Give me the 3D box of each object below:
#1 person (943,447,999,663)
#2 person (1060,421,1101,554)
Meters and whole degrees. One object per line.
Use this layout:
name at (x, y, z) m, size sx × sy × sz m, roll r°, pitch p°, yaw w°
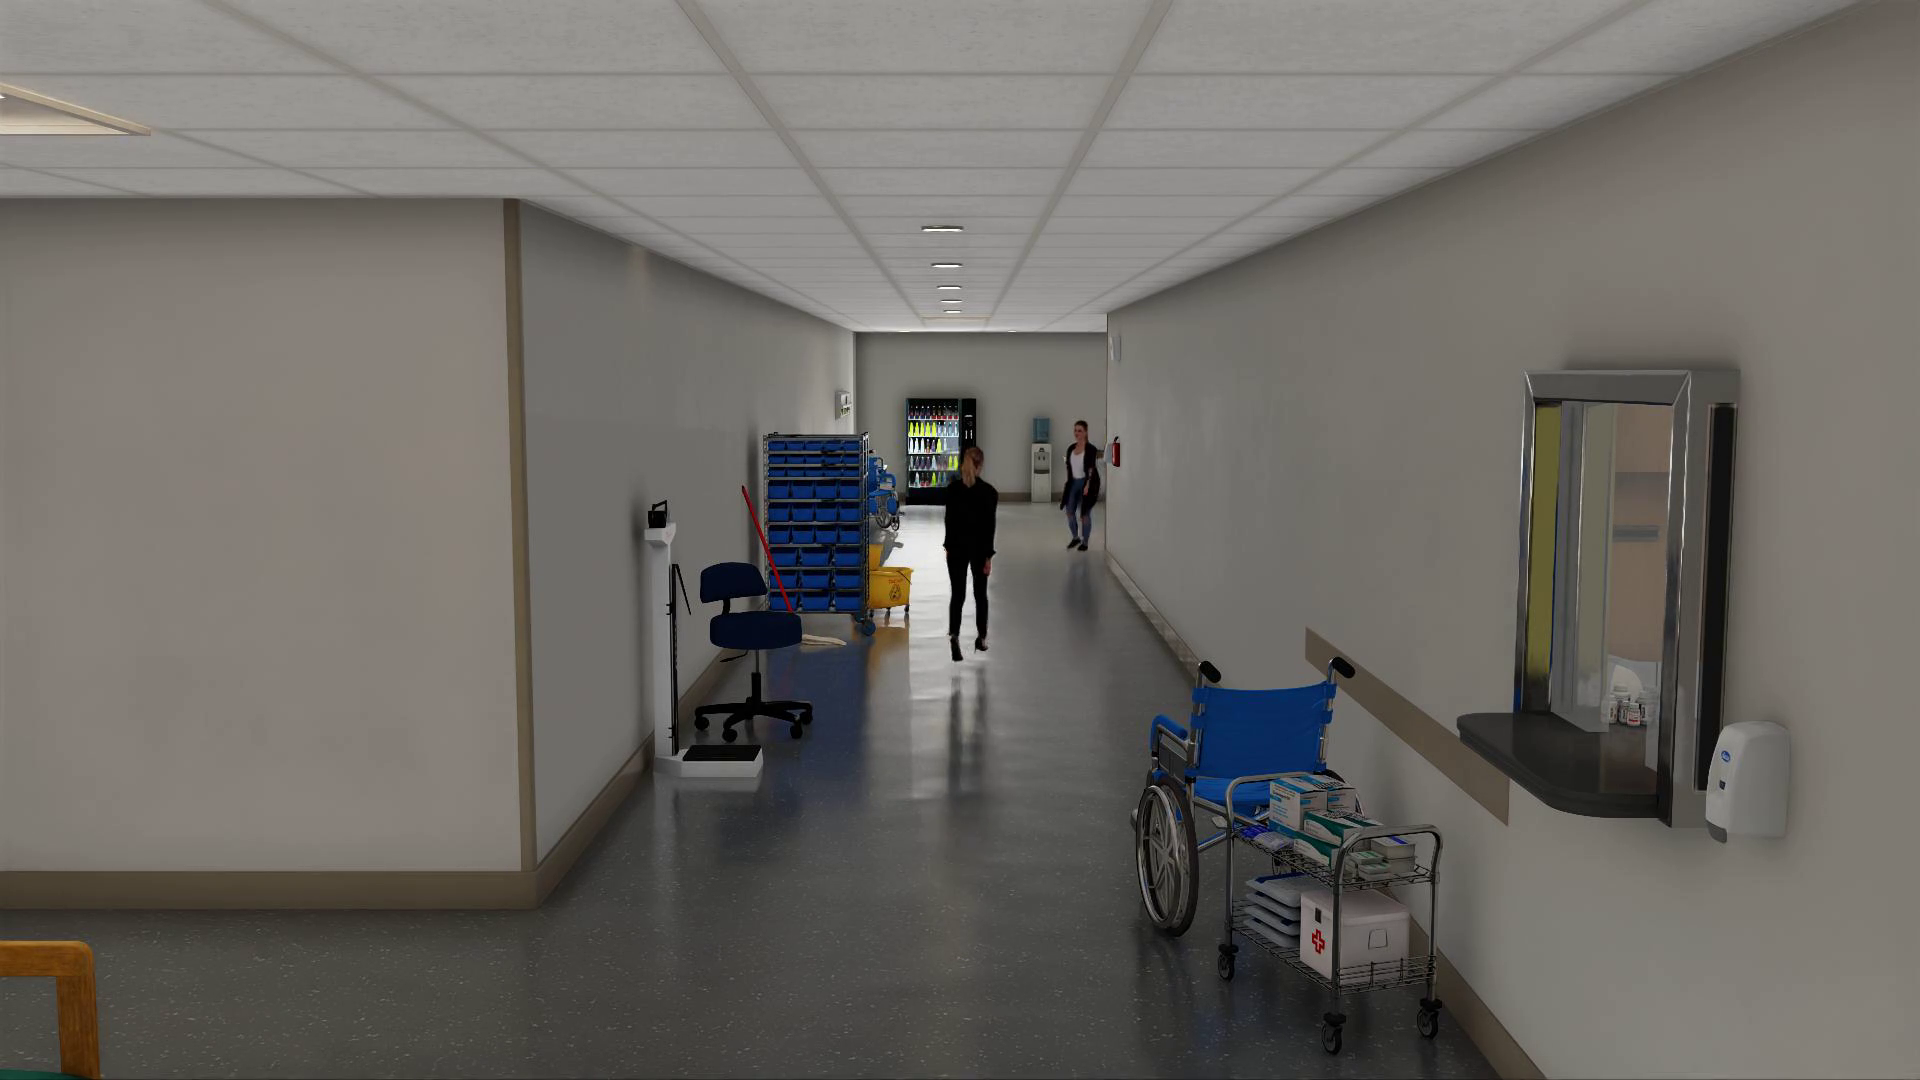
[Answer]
person at (0.033, 0.152, 12.906) m, size 1.056 × 1.663 × 0.845 m, roll 1°, pitch 6°, yaw 14°
person at (1.596, -0.667, 21.017) m, size 0.780 × 1.670 × 0.837 m, roll 4°, pitch 7°, yaw 35°
